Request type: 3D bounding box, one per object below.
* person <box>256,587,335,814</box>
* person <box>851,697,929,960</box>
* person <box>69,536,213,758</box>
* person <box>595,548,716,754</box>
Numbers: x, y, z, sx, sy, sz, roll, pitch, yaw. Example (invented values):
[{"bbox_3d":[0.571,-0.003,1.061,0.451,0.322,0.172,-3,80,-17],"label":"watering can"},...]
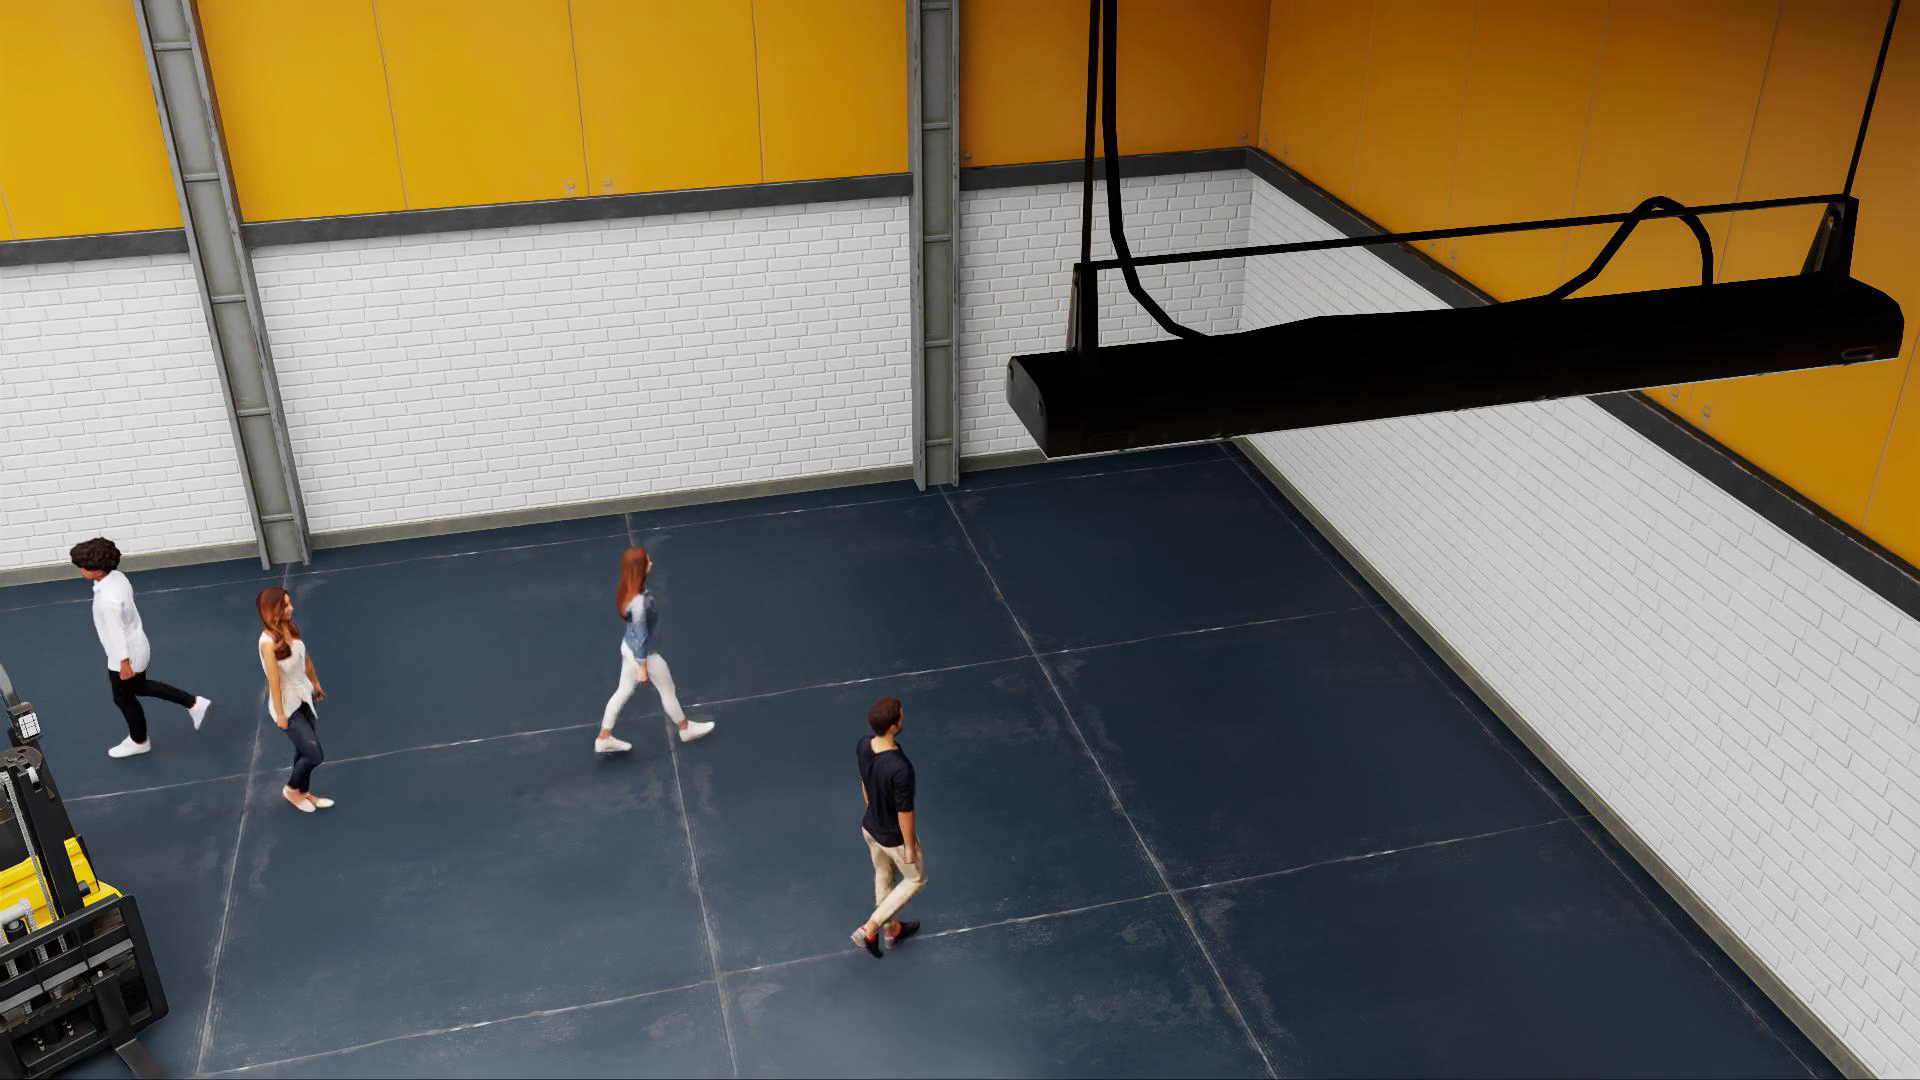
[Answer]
[{"bbox_3d":[-4.634,1.120,11.332,0.704,1.772,0.695,2,29,3],"label":"person"},{"bbox_3d":[-0.487,1.783,10.034,0.932,1.850,0.839,-22,35,-34],"label":"person"},{"bbox_3d":[-5.909,0.770,11.955,0.994,1.789,0.682,-10,30,-17],"label":"person"},{"bbox_3d":[-2.380,0.845,11.950,1.165,1.661,0.765,-12,31,-21],"label":"person"}]
